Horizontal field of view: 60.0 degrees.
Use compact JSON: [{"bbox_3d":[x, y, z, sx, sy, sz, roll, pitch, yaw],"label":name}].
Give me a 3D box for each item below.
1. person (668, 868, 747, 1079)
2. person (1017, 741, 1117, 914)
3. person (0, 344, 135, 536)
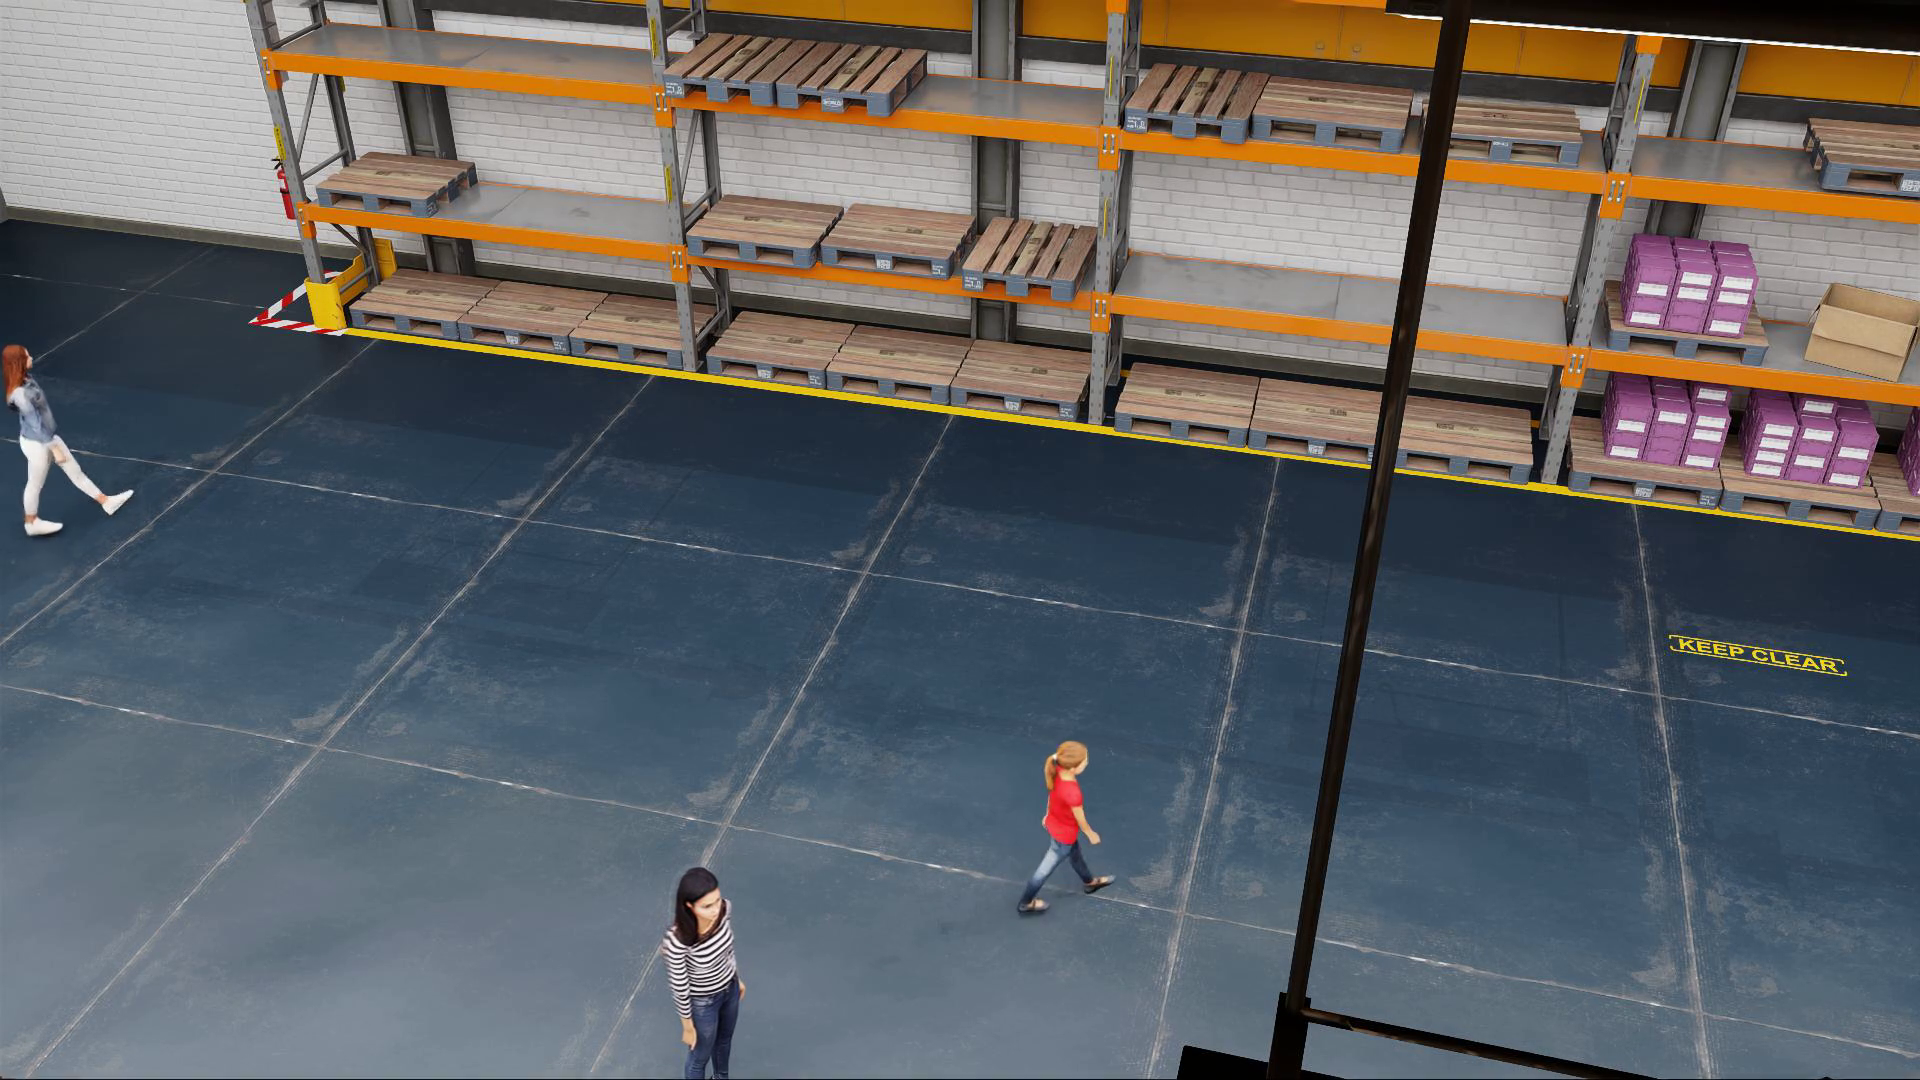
[{"bbox_3d":[-1.279,2.352,8.514,0.618,1.794,0.658,20,38,27],"label":"person"},{"bbox_3d":[0.543,1.749,9.888,0.927,1.277,0.721,-7,34,-11],"label":"person"},{"bbox_3d":[-7.456,-0.755,13.305,1.171,1.665,1.018,-11,35,-16],"label":"person"}]
